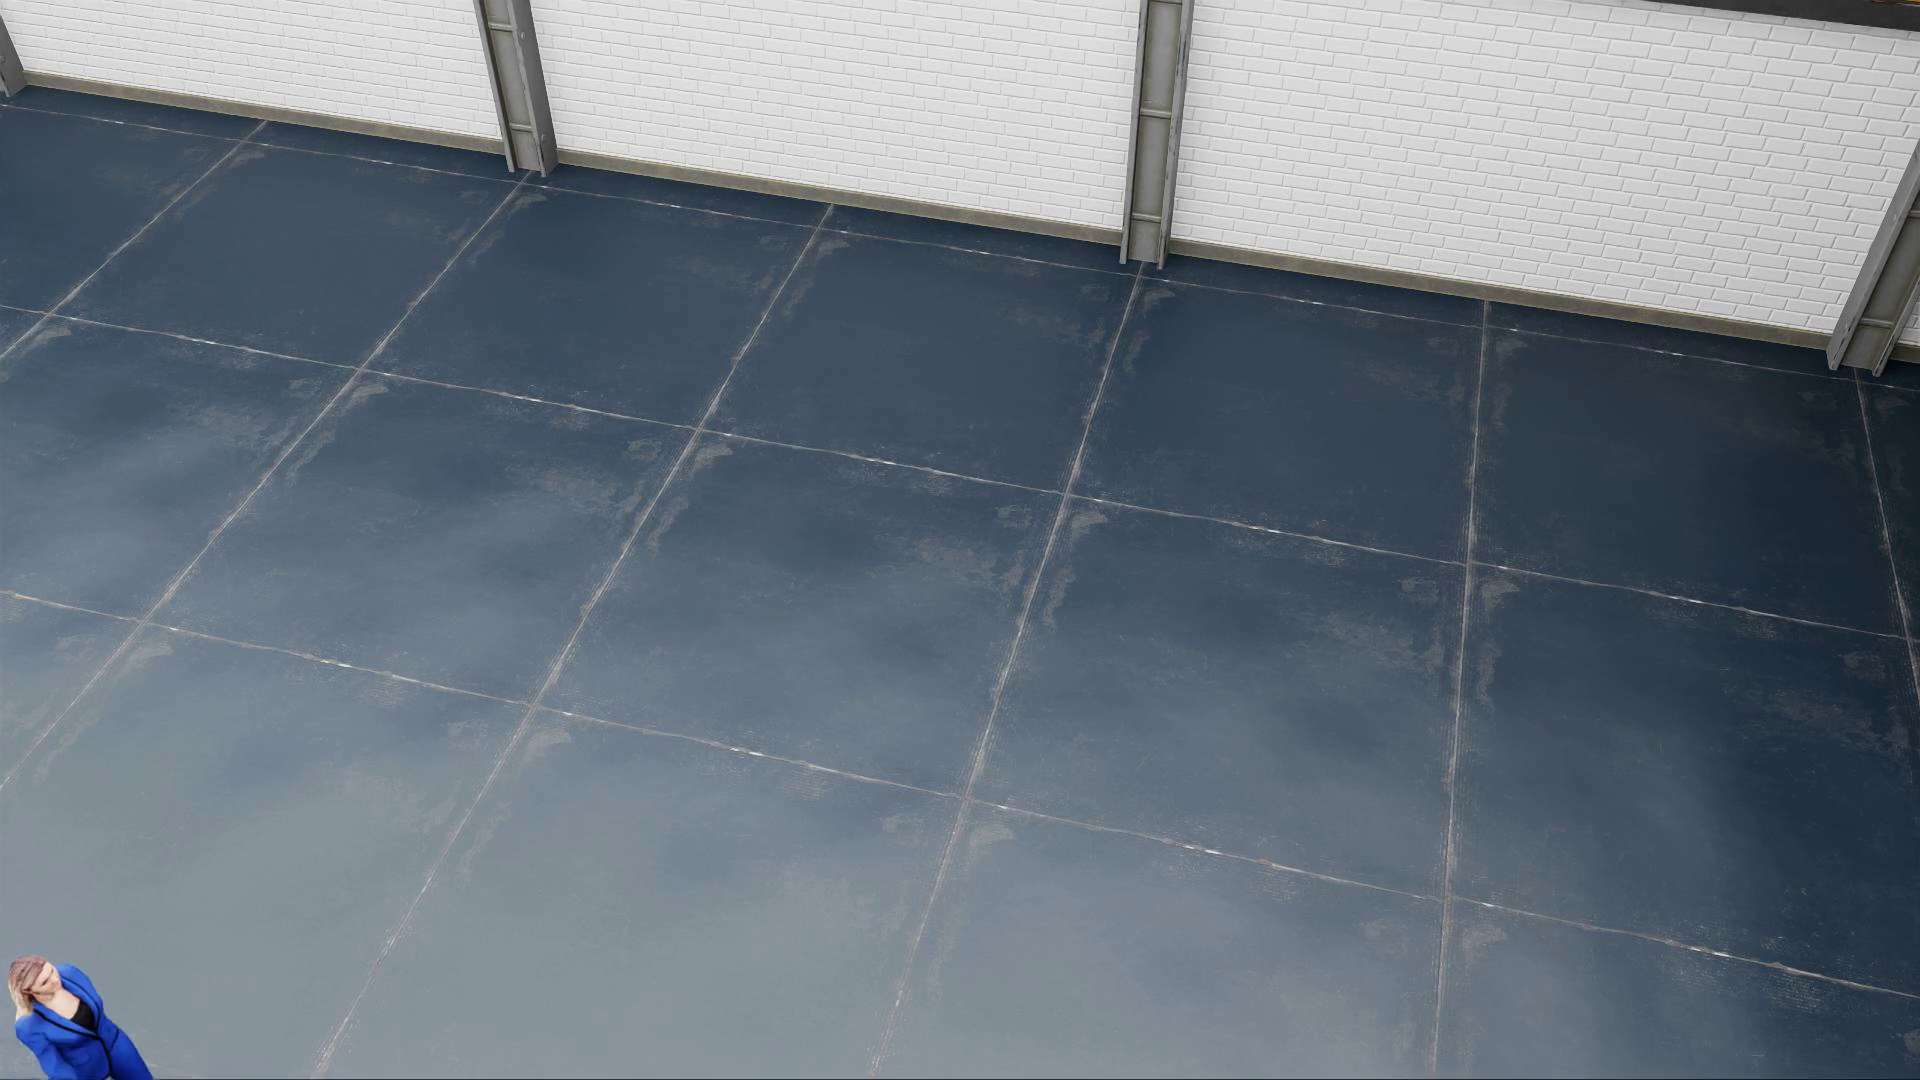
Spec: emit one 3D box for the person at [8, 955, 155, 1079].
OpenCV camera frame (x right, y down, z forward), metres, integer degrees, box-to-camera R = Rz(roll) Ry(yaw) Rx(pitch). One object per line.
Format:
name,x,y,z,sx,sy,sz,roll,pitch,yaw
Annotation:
person,-4.473,2.620,8.363,1.125,1.672,0.628,9,44,9
